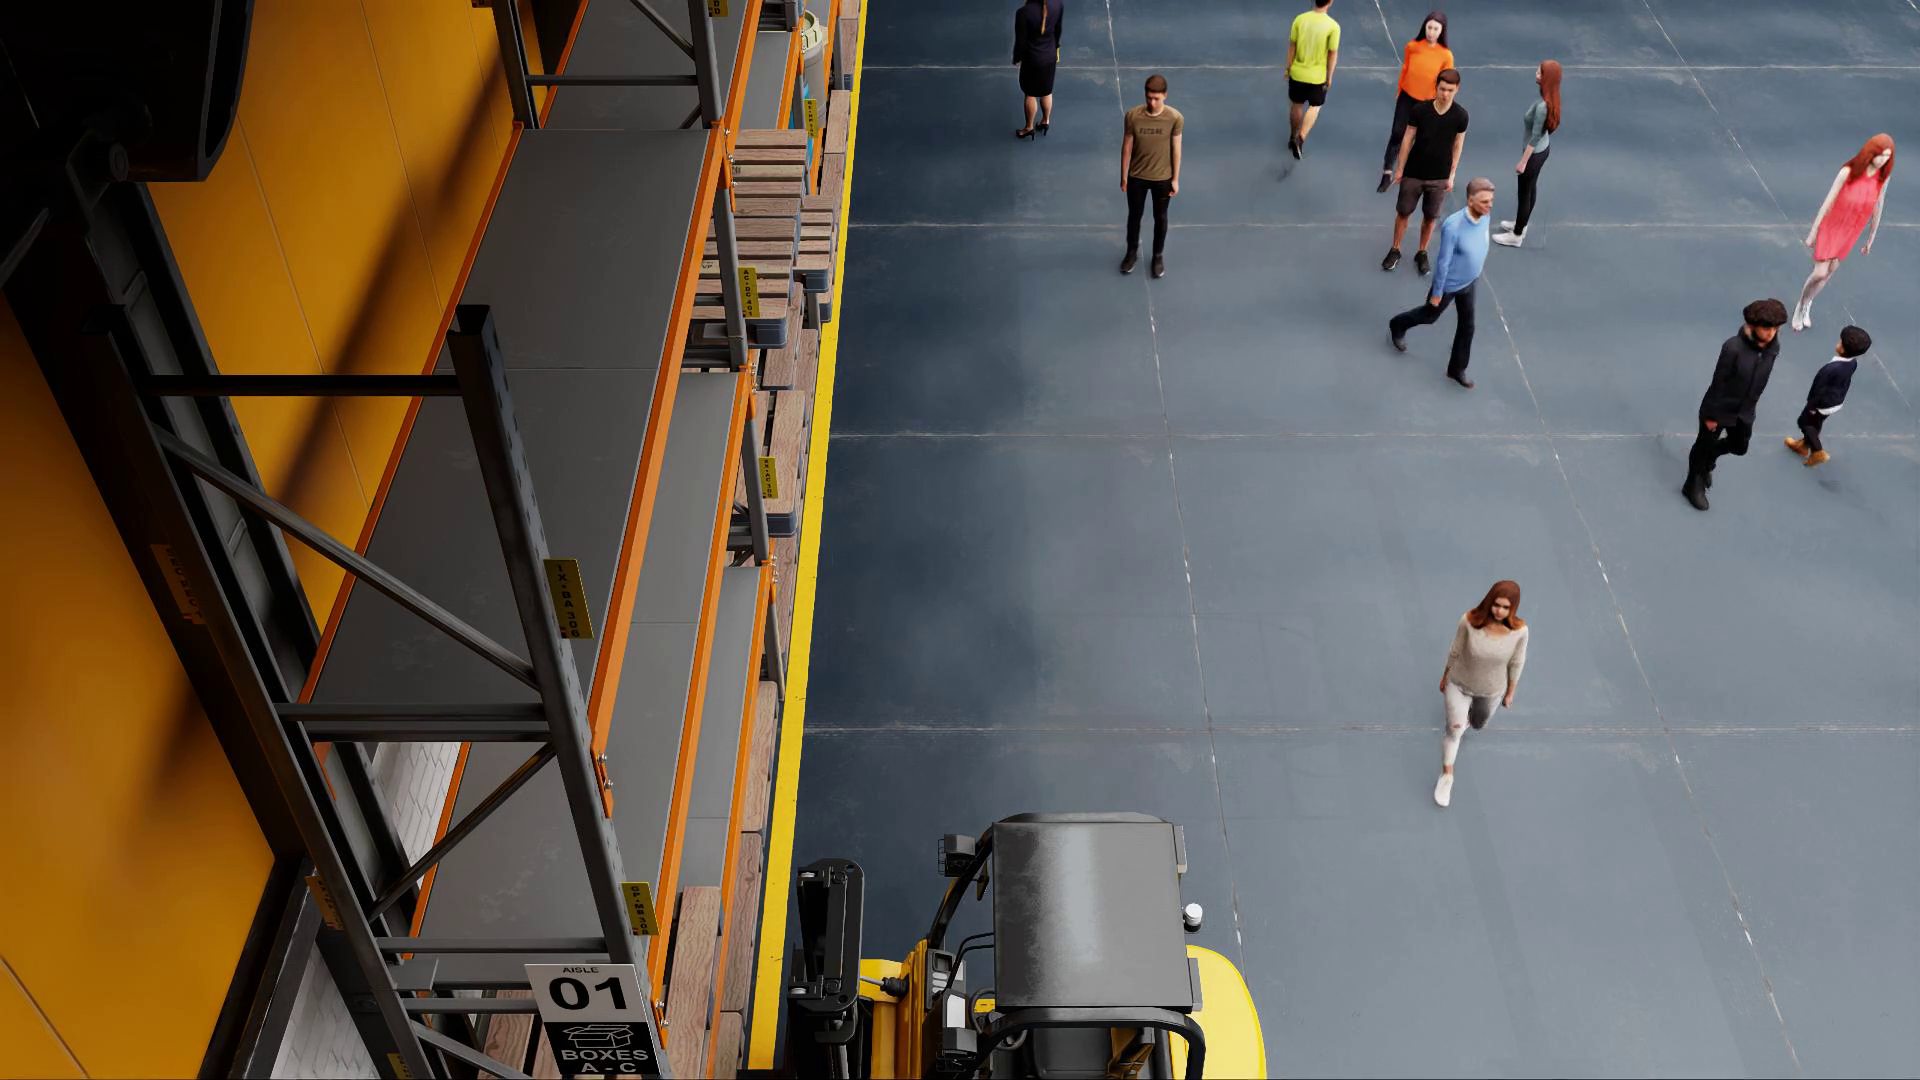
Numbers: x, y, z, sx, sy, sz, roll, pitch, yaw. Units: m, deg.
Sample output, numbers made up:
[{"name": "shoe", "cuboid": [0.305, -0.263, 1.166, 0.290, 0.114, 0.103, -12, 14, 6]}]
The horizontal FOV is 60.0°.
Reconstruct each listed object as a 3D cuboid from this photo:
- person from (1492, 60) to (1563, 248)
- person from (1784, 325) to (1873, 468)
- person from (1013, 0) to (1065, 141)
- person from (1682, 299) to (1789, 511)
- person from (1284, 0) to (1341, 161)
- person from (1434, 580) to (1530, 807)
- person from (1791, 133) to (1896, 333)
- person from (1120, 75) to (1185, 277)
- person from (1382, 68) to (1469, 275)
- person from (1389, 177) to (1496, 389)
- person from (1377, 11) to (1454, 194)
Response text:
[{"name": "person", "cuboid": [4.997, -3.363, 14.509, 0.731, 1.742, 0.633, 25, 49, 24]}, {"name": "person", "cuboid": [6.544, -1.055, 12.466, 0.644, 1.217, 0.742, -18, 46, -18]}, {"name": "person", "cuboid": [0.737, -4.611, 15.870, 0.802, 1.671, 0.824, -25, 49, -24]}, {"name": "person", "cuboid": [5.538, -1.030, 12.042, 0.669, 1.766, 0.735, -6, 44, -7]}, {"name": "person", "cuboid": [3.258, -4.366, 15.597, 0.845, 1.693, 0.990, 18, 47, 18]}, {"name": "person", "cuboid": [3.162, 0.819, 10.153, 0.797, 1.695, 1.096, 12, 45, 13]}, {"name": "person", "cuboid": [7.150, -2.546, 13.601, 0.606, 1.811, 0.602, 0, 44, 0]}, {"name": "person", "cuboid": [1.627, -3.122, 14.178, 0.695, 1.849, 0.612, 6, 44, 6]}, {"name": "person", "cuboid": [4.001, -3.163, 14.211, 0.725, 1.863, 0.670, 10, 44, 10]}, {"name": "person", "cuboid": [3.849, -2.101, 13.151, 1.065, 1.787, 1.246, -23, 48, -23]}, {"name": "person", "cuboid": [4.244, -4.063, 15.260, 0.964, 1.719, 1.111, 24, 49, 23]}]
